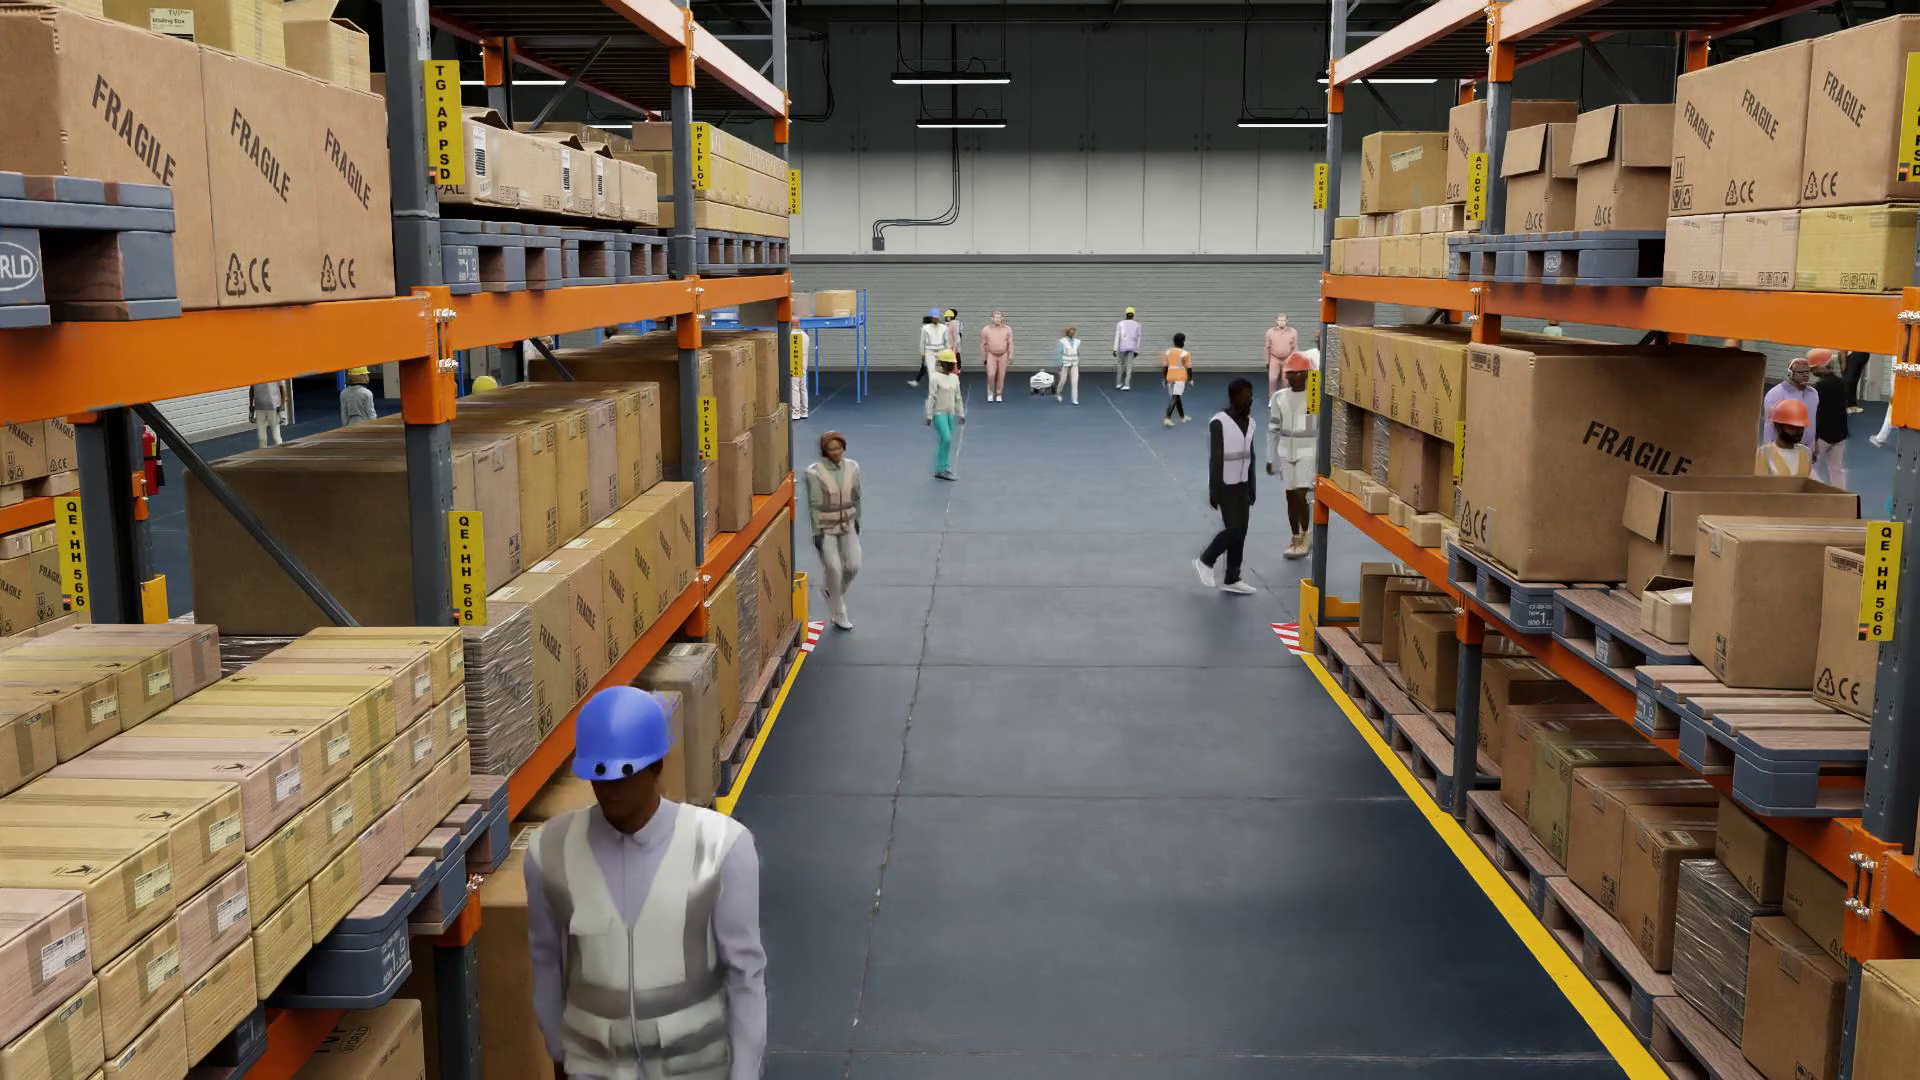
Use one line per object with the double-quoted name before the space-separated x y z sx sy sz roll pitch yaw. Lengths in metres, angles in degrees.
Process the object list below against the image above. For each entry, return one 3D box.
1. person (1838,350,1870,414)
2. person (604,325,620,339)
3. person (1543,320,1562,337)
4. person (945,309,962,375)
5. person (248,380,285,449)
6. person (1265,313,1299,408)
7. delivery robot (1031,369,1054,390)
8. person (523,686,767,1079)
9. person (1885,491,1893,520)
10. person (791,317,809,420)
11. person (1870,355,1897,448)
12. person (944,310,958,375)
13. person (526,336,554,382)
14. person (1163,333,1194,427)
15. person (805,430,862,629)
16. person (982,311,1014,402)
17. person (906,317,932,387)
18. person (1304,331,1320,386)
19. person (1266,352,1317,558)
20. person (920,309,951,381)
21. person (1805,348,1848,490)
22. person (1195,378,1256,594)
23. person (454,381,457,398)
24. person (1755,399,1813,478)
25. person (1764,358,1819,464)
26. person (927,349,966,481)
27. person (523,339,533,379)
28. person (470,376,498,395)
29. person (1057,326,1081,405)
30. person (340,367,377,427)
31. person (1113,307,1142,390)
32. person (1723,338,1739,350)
"person" 17.306 -3.459 32.193 0.687 2.000 0.536 -7 12 -37
"person" -6.477 -3.111 30.719 0.921 1.791 0.641 3 10 16
"person" 14.225 -4.567 39.911 0.277 1.636 0.504 -8 12 -40
"person" -0.170 -5.124 43.068 0.540 1.695 0.317 -7 12 -37
"person" -9.294 -1.740 22.278 0.509 1.872 0.328 1 9 3
"person" 6.425 -3.570 33.190 0.657 1.889 0.634 1 10 8
"delivery robot" 1.823 -3.534 36.802 0.477 0.478 0.707 4 10 21
"person" -0.771 1.288 4.054 0.608 1.890 1.004 0 9 0
"person" 9.018 -0.633 15.794 0.661 1.823 0.571 4 10 23
"person" -3.058 -3.178 30.792 0.401 1.904 0.651 5 11 27
"person" 14.518 -2.282 25.623 0.606 1.831 0.965 -1 10 -7
"person" -0.237 -4.612 39.790 0.326 1.769 0.524 -5 11 -26
"person" -5.570 -1.809 22.483 0.627 1.941 0.374 2 10 13
"person" 3.888 -2.842 29.541 0.540 1.642 0.893 9 13 44
"person" -1.023 -0.086 13.160 0.533 1.604 0.545 -6 11 -33
"person" 0.800 -3.803 34.580 0.652 1.884 0.663 -1 10 -5
"person" -0.781 -4.301 38.239 0.922 1.641 0.550 -1 10 -7
"person" 5.653 -2.383 26.206 0.573 1.849 0.958 -1 10 -6
"person" 3.282 -0.818 16.263 0.641 2.026 0.541 7 12 36
"person" -0.488 -3.944 35.330 0.617 1.906 0.900 -3 10 -17
"person" 9.648 -1.157 18.535 0.736 1.947 0.506 -5 11 -29
"person" 2.391 -0.479 14.627 0.463 1.901 0.613 9 13 42
"person" -5.628 -0.975 18.386 0.309 1.641 0.514 -2 10 -10
"person" 6.029 -0.063 12.110 0.562 1.906 0.785 -3 10 -15
"person" 8.756 -0.959 17.492 0.652 1.906 0.403 -3 10 -17
"person" -0.135 -1.656 22.114 0.660 1.742 0.544 9 13 42
"person" -8.289 -3.236 31.309 0.759 1.841 0.576 2 10 13
"person" -4.294 -0.546 15.107 0.978 1.874 0.611 3 10 17
"person" 2.238 -3.627 34.354 0.519 1.614 0.751 -3 10 -19
"person" -7.061 -1.233 19.619 0.485 1.744 0.295 4 10 22
"person" 3.805 -4.371 38.046 0.660 1.867 0.900 -1 10 -5
"person" 13.495 -2.772 29.233 0.520 1.608 0.681 3 10 15
